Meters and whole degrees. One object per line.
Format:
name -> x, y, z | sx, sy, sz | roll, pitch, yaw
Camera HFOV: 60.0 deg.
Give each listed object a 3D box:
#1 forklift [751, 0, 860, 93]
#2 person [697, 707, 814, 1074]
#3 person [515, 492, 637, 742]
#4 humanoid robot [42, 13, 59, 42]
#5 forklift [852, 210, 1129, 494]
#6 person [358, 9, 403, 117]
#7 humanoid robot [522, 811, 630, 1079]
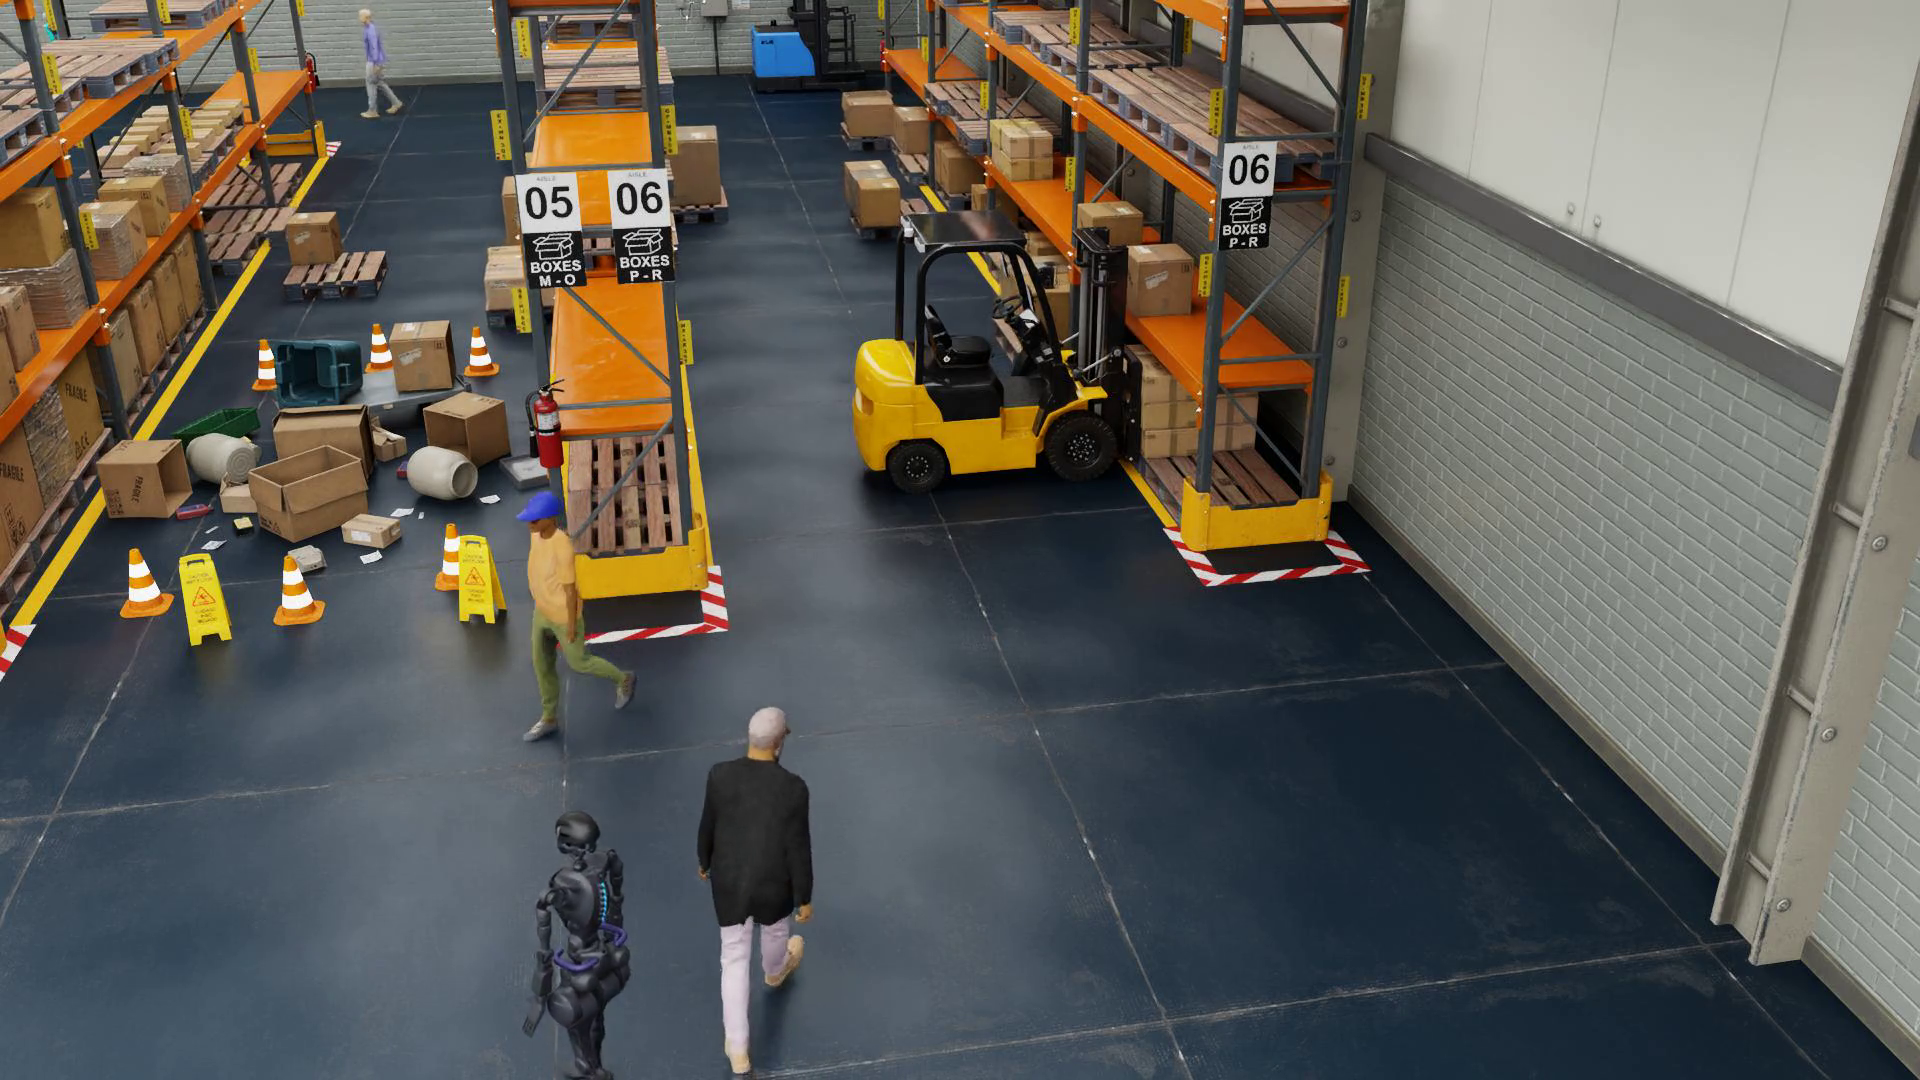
forklift -> -2.872, -9.679, 30.288 | 1.873, 2.768, 1.129 | -5, 26, -10
person -> -0.979, 1.613, 8.014 | 0.615, 1.796, 0.947 | 4, 26, 9
person -> -2.484, 0.441, 10.563 | 0.748, 1.695, 0.442 | -23, 34, -40
humanoid robot -> -14.926, -8.042, 28.199 | 0.836, 1.788, 0.609 | -18, 31, -33
forklift -> 0.216, -1.659, 14.366 | 2.313, 2.155, 1.214 | -5, 26, -10
person -> -9.943, -8.121, 28.295 | 0.674, 1.778, 0.613 | -5, 26, -11
humanoid robot -> -1.716, 1.947, 7.481 | 0.599, 1.642, 0.616 | 15, 29, 28
